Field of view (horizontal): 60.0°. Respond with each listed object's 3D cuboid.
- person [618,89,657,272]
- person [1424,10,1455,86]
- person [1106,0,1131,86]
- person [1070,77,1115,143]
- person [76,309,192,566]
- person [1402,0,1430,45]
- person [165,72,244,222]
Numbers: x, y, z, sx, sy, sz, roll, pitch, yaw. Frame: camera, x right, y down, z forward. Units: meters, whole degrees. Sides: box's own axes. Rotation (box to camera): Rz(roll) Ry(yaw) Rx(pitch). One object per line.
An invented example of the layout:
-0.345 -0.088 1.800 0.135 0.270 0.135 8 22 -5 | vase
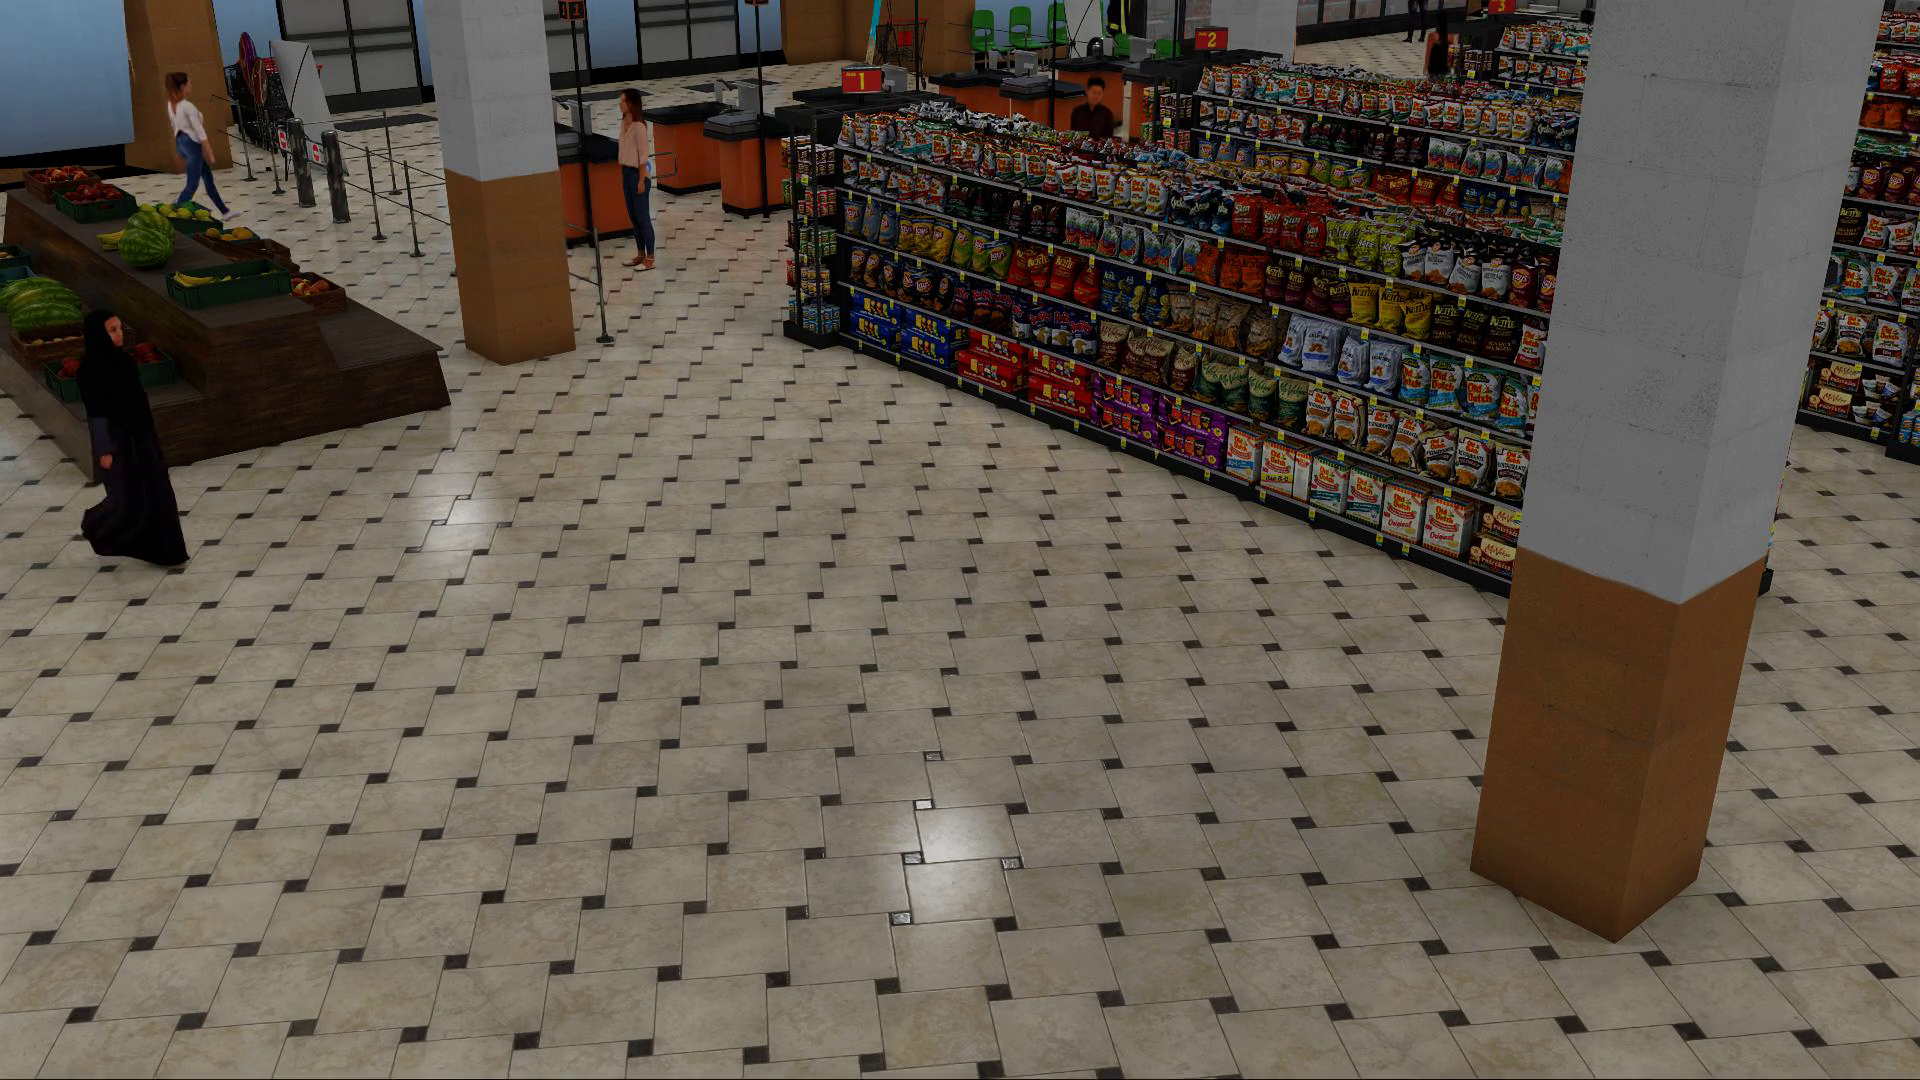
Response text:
-3.248 -3.623 16.710 0.652 1.795 0.464 -17 29 -33 | person
7.059 -6.927 24.446 0.882 1.644 1.029 -4 24 -8 | person
2.667 -8.601 27.995 0.847 1.867 0.860 11 26 24 | person
1.392 -4.013 17.663 1.072 1.745 1.082 6 24 13 | person
-5.101 -0.597 10.037 0.988 1.599 0.853 7 25 17 | person
9.186 -10.904 33.296 0.761 1.837 0.743 -6 24 -13 | person
-8.469 -4.203 18.187 1.083 1.673 0.786 19 30 37 | person
